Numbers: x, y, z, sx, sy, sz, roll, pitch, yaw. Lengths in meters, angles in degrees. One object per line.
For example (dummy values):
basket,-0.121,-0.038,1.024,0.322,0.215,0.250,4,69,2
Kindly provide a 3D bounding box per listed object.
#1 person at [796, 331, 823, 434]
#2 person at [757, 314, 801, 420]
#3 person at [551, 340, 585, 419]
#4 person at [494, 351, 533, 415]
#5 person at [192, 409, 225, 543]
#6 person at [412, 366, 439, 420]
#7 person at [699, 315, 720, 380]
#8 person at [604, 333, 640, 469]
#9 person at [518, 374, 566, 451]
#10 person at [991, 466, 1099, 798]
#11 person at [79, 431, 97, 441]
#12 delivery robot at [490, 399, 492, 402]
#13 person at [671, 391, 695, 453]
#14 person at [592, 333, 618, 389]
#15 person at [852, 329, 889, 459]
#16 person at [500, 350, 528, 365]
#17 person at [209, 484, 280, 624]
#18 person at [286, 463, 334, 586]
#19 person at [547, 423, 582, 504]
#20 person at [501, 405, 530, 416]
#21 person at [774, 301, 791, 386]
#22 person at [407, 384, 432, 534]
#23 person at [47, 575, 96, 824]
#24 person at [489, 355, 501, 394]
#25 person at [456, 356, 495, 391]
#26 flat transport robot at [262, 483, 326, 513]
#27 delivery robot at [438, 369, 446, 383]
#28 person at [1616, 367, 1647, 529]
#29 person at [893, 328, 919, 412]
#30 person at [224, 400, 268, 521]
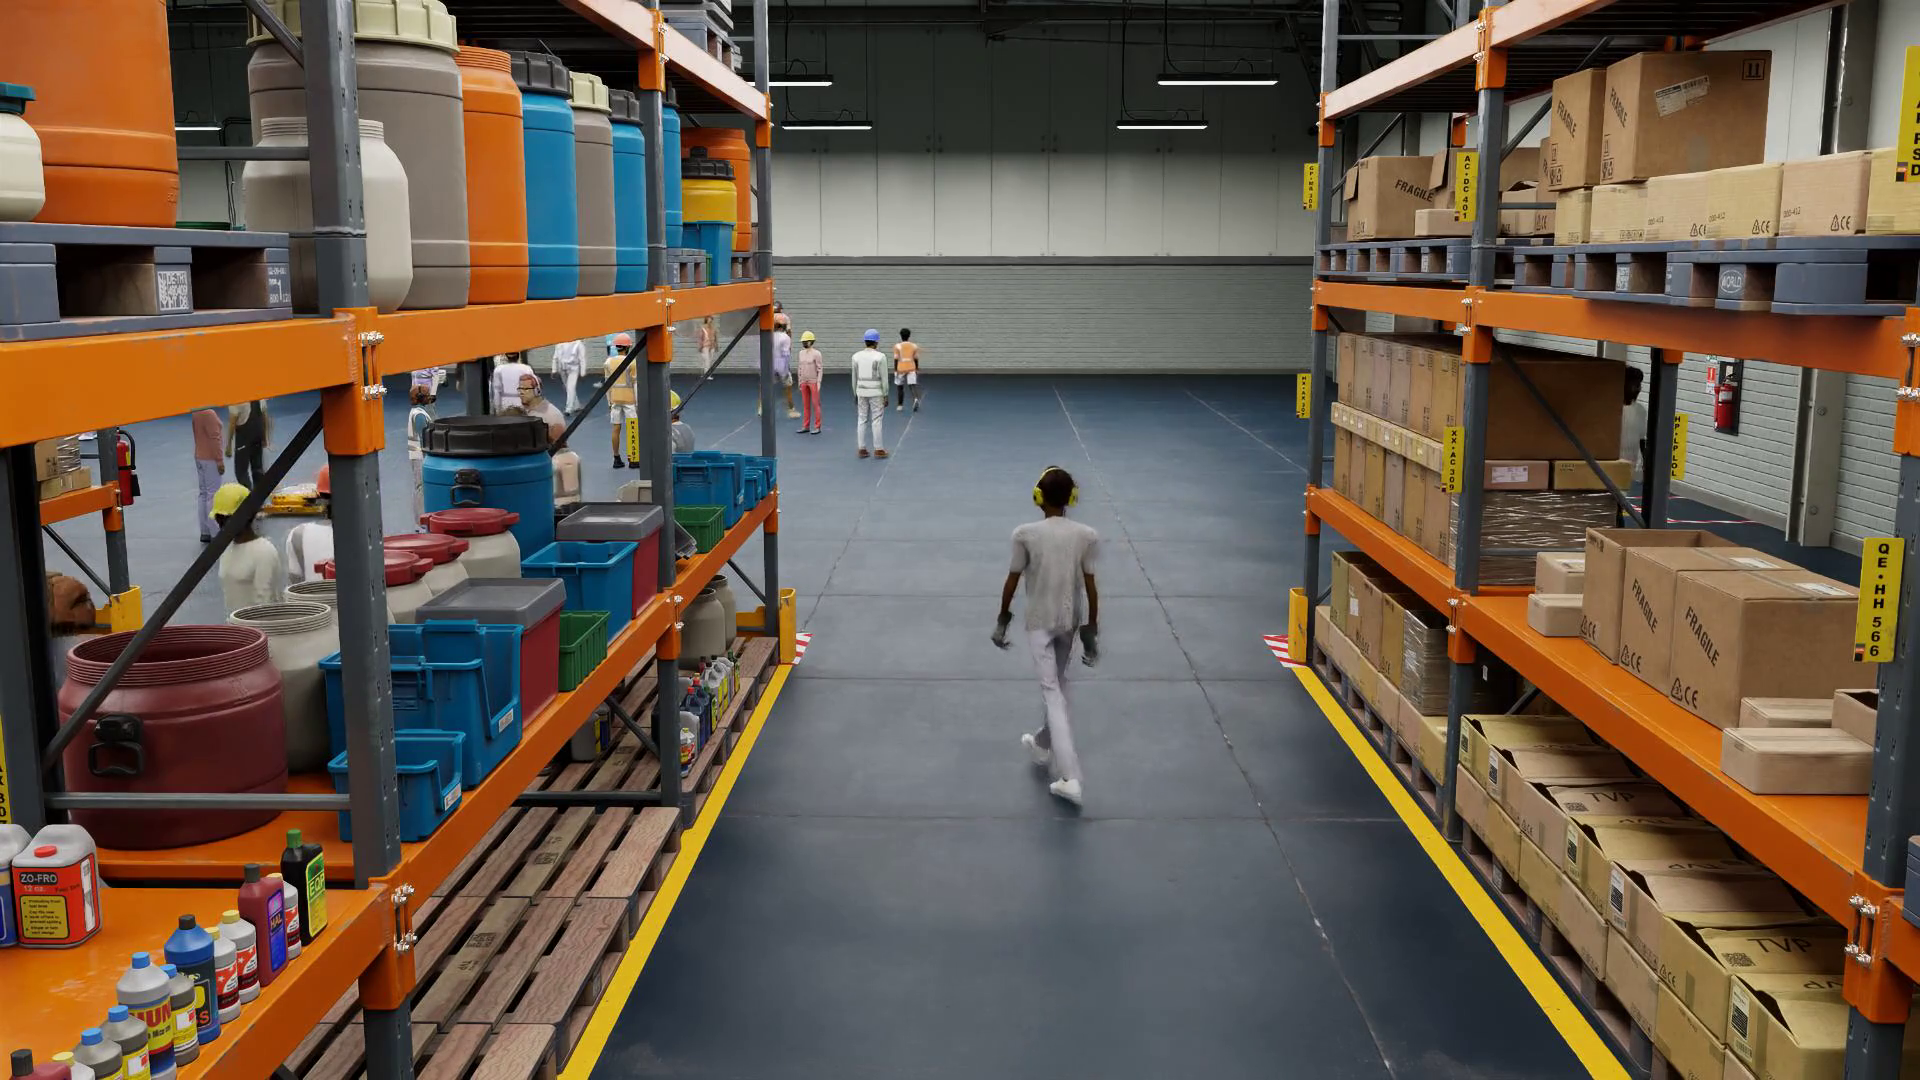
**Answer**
person,-2.600,-2.720,28.759,0.526,1.769,0.328,7,12,38
person,-3.428,-3.247,31.221,0.616,2.003,1.018,7,12,36
person,-7.467,-3.248,31.873,0.597,1.792,0.927,3,10,19
person,-6.121,-1.801,22.830,0.550,1.914,0.875,1,10,5
person,-7.871,-0.837,17.483,0.308,1.769,0.525,-9,13,-44
person,-8.416,-2.351,26.096,0.586,1.917,0.380,7,12,36
person,-6.247,-4.815,41.709,0.539,1.619,0.560,-9,13,-43
person,-4.839,-2.007,23.978,0.545,1.938,0.361,3,10,16
person,-4.035,-0.622,15.769,0.642,1.909,0.399,5,11,29
person,0.497,0.489,9.409,0.529,1.814,1.003,-4,10,-20
person,-14.560,-2.612,27.703,0.399,1.904,0.644,4,10,21
delivery robot,-9.094,-2.764,31.711,0.335,0.223,0.698,-2,10,-14
person,-2.561,-0.422,14.792,0.403,1.831,0.597,2,10,10
person,-8.016,-4.261,38.469,1.014,1.599,0.544,4,10,20
person,-1.345,-2.219,25.214,0.615,1.945,0.404,5,11,27
person,-8.575,-3.298,32.084,0.633,1.825,0.718,4,10,25
person,-4.037,0.545,9.321,0.526,1.719,0.897,6,11,31
person,-3.293,0.532,8.791,0.549,1.926,0.563,1,10,8
person,-3.321,-0.159,13.819,0.349,1.630,0.532,4,10,25
person,-3.234,-0.051,12.359,0.669,1.899,0.899,7,12,35
person,-4.386,-4.719,40.037,0.673,2.000,0.536,1,10,5
person,-5.844,-0.877,18.099,0.307,1.641,0.514,-4,10,-25
person,-3.899,0.944,7.343,0.497,1.586,0.873,2,10,10
person,-10.272,-4.046,36.479,0.634,1.841,0.429,-3,10,-18
person,-8.288,-2.736,28.330,0.643,1.936,1.025,1,10,8
flat transport robot,-7.903,-0.521,20.181,0.652,0.197,1.431,-1,9,-4
delivery robot,-12.602,-3.967,39.698,0.707,0.478,0.477,7,12,35
person,6.525,-0.713,16.217,0.634,1.932,0.811,-5,11,-26
person,-1.041,-3.344,32.785,0.538,1.677,0.721,-4,10,-21
person,-8.130,-1.114,19.019,0.367,1.811,0.646,3,10,20
